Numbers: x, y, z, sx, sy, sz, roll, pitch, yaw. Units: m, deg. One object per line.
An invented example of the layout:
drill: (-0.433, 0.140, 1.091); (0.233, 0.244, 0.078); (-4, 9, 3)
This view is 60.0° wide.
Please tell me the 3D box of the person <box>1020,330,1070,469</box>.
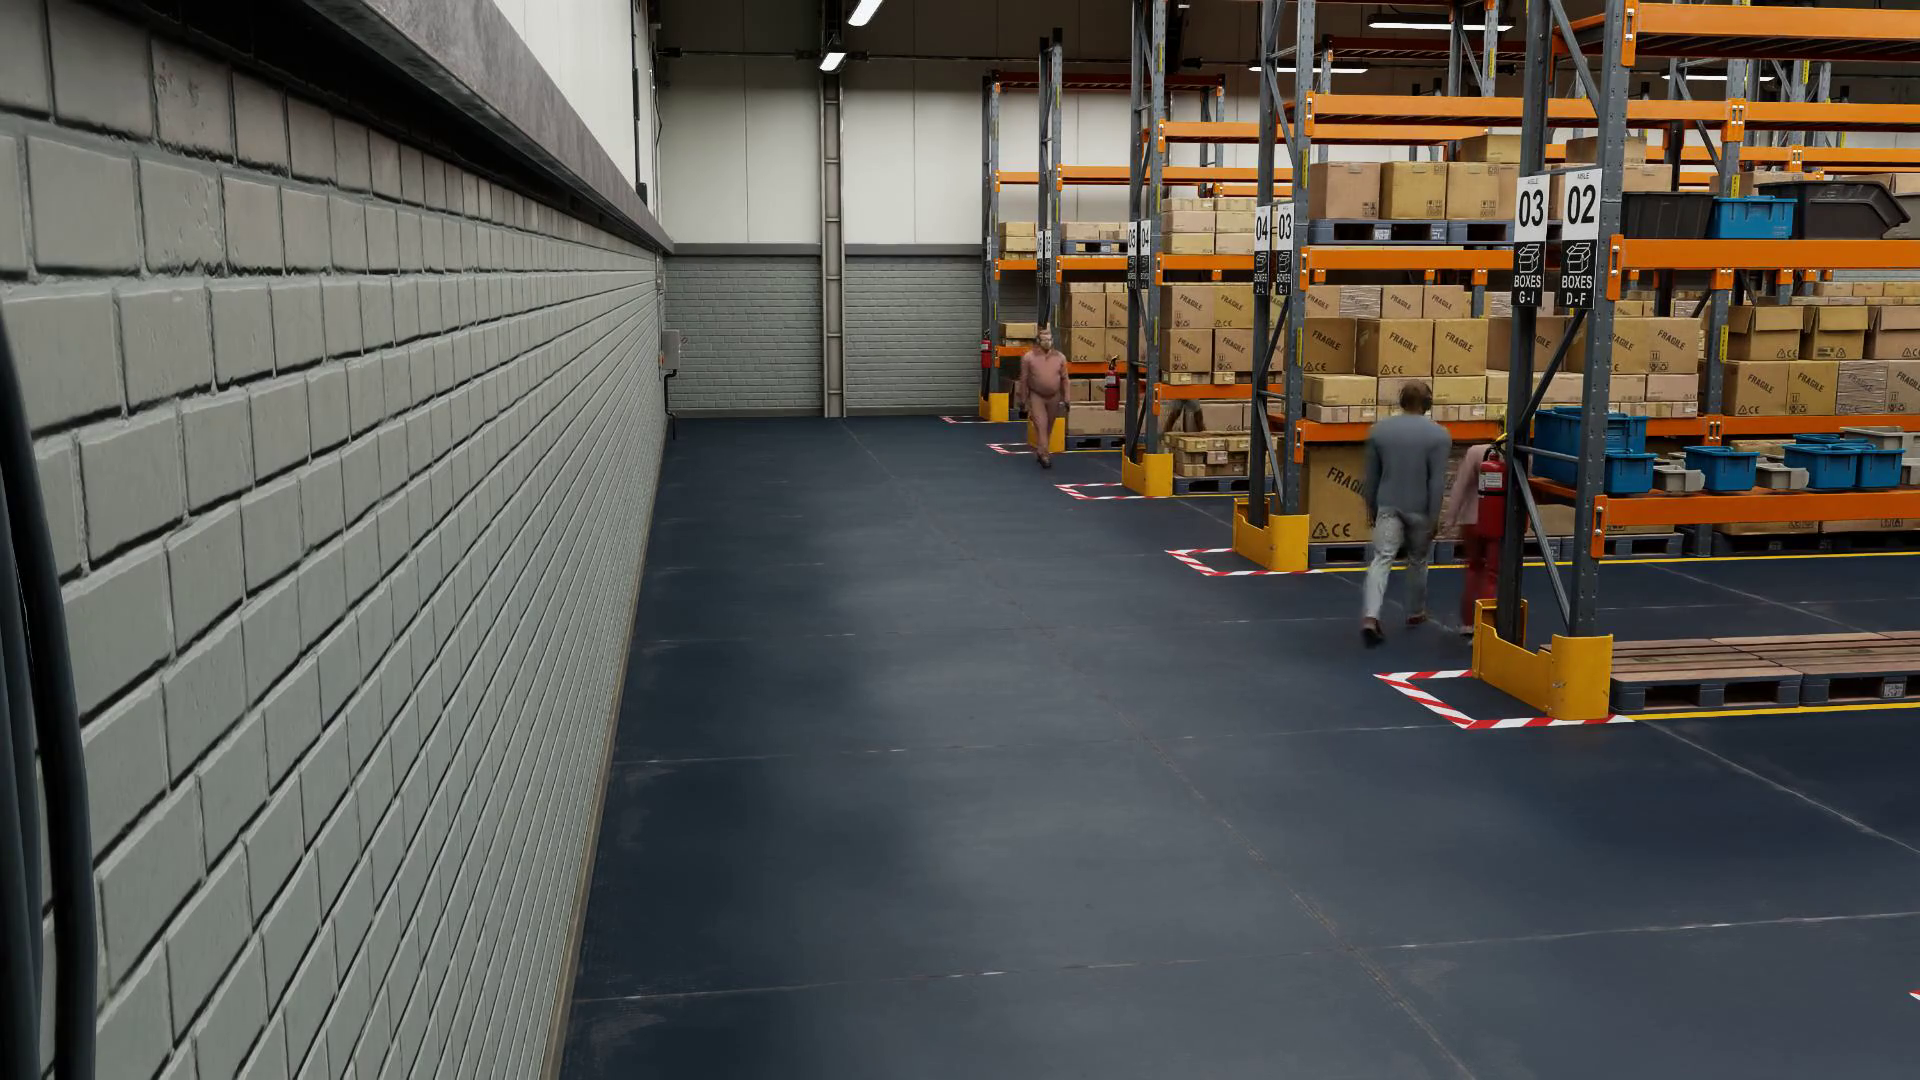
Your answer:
person: (1.162, -1.918, 22.565); (0.664, 1.860, 0.984); (-2, 9, -12)

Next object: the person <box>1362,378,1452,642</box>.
person: (3.190, -0.221, 12.000); (0.641, 1.891, 1.051); (6, 11, 31)

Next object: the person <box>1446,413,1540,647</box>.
person: (3.772, -0.093, 11.747); (0.595, 1.710, 0.682); (5, 10, 27)

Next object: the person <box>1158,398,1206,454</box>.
person: (3.309, -2.182, 23.762); (1.031, 1.984, 0.630); (-1, 9, -6)
